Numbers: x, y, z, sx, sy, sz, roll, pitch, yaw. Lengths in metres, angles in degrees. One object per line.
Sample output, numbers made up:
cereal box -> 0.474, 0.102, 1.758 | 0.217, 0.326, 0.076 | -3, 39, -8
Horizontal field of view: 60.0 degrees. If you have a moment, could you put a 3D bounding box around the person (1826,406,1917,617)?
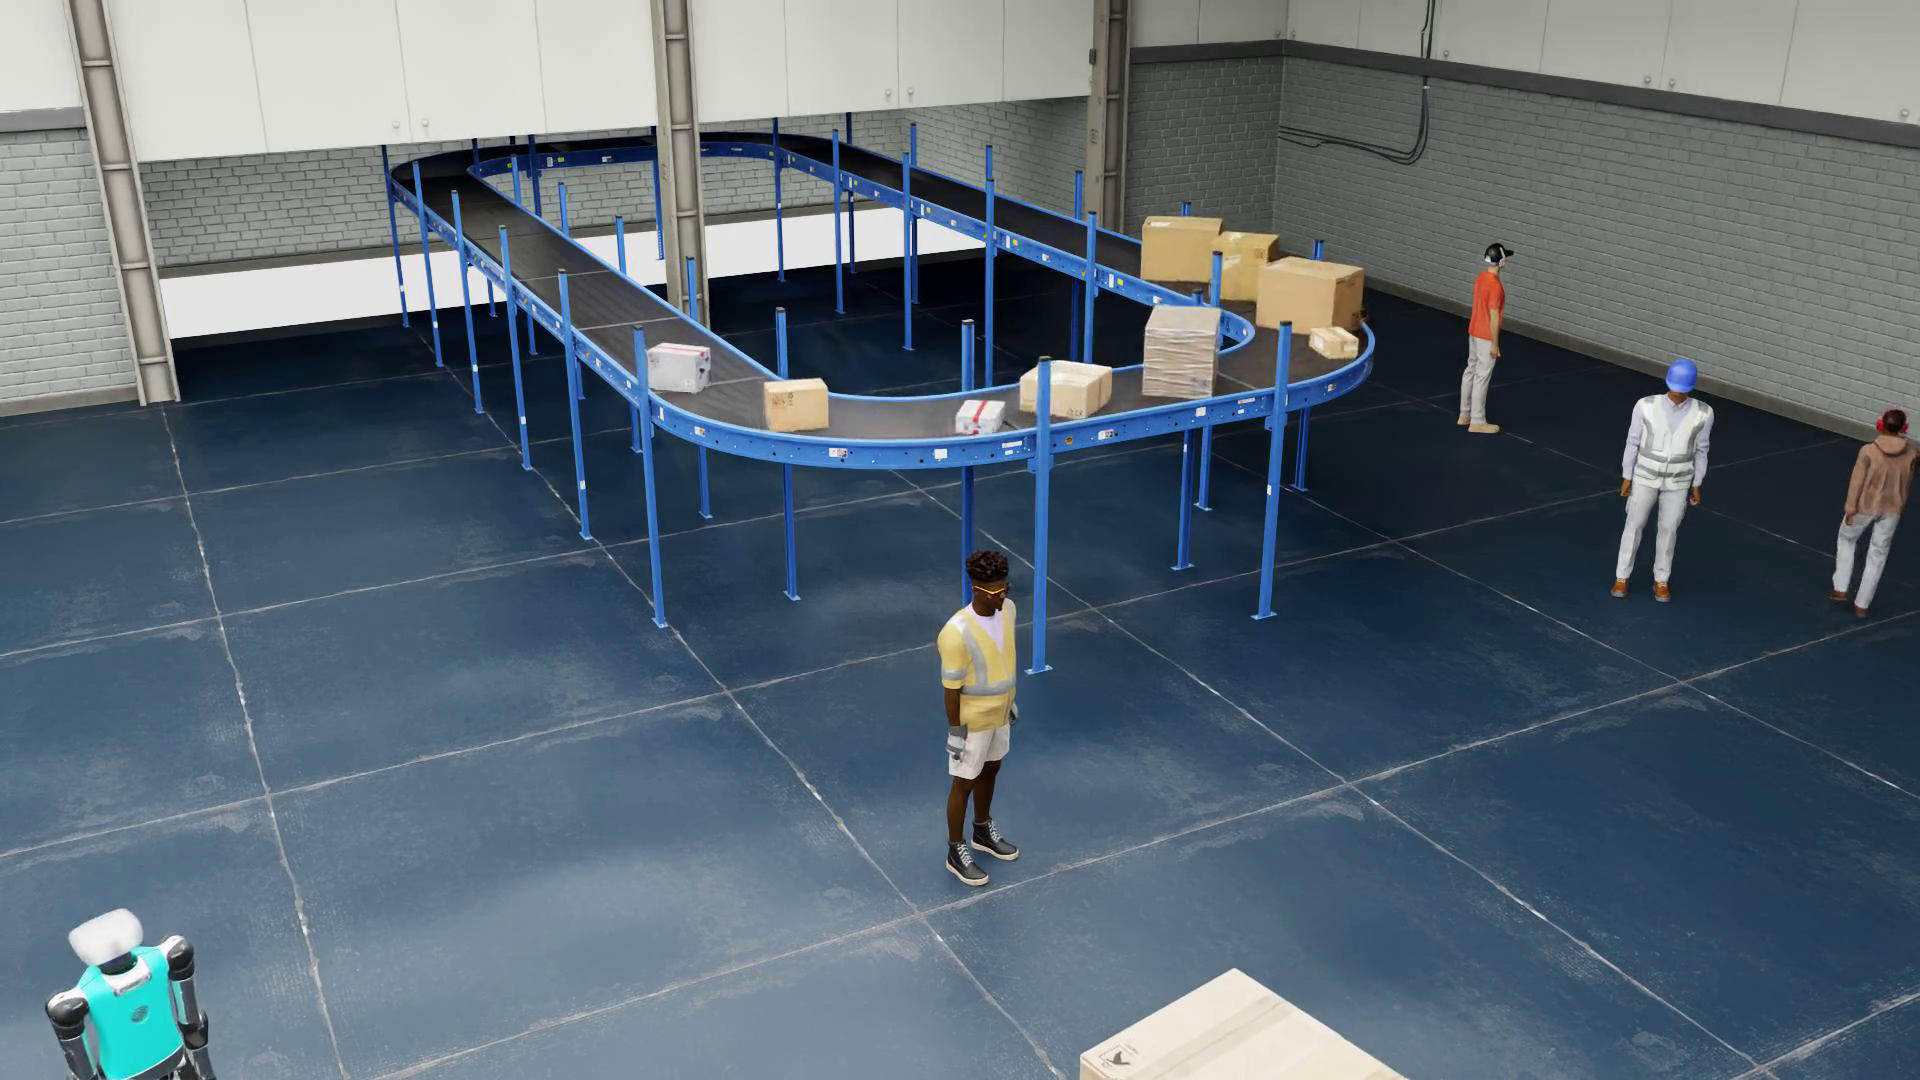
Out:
person -> 6.939, -0.237, 12.633 | 0.462, 1.635, 0.513 | 5, 23, 12

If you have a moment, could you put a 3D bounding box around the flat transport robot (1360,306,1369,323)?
flat transport robot -> 4.348, -2.837, 20.888 | 1.431, 0.231, 0.659 | 11, 25, 26

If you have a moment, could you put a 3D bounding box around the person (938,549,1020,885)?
person -> 0.128, 0.958, 9.247 | 0.362, 1.963, 0.612 | 15, 27, 33

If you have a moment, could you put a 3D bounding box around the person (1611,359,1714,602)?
person -> 5.403, -0.463, 12.798 | 0.602, 1.938, 0.398 | 6, 23, 15

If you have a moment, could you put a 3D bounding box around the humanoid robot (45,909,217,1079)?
humanoid robot -> -3.259, 2.169, 6.544 | 0.982, 1.741, 0.546 | 17, 27, 36

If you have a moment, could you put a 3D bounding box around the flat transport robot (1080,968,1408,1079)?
flat transport robot -> 1.258, 2.803, 6.948 | 1.431, 0.231, 0.659 | -17, 27, -36

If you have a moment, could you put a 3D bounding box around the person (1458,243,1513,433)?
person -> 5.299, -2.032, 16.711 | 0.374, 1.912, 0.479 | -3, 22, -6
